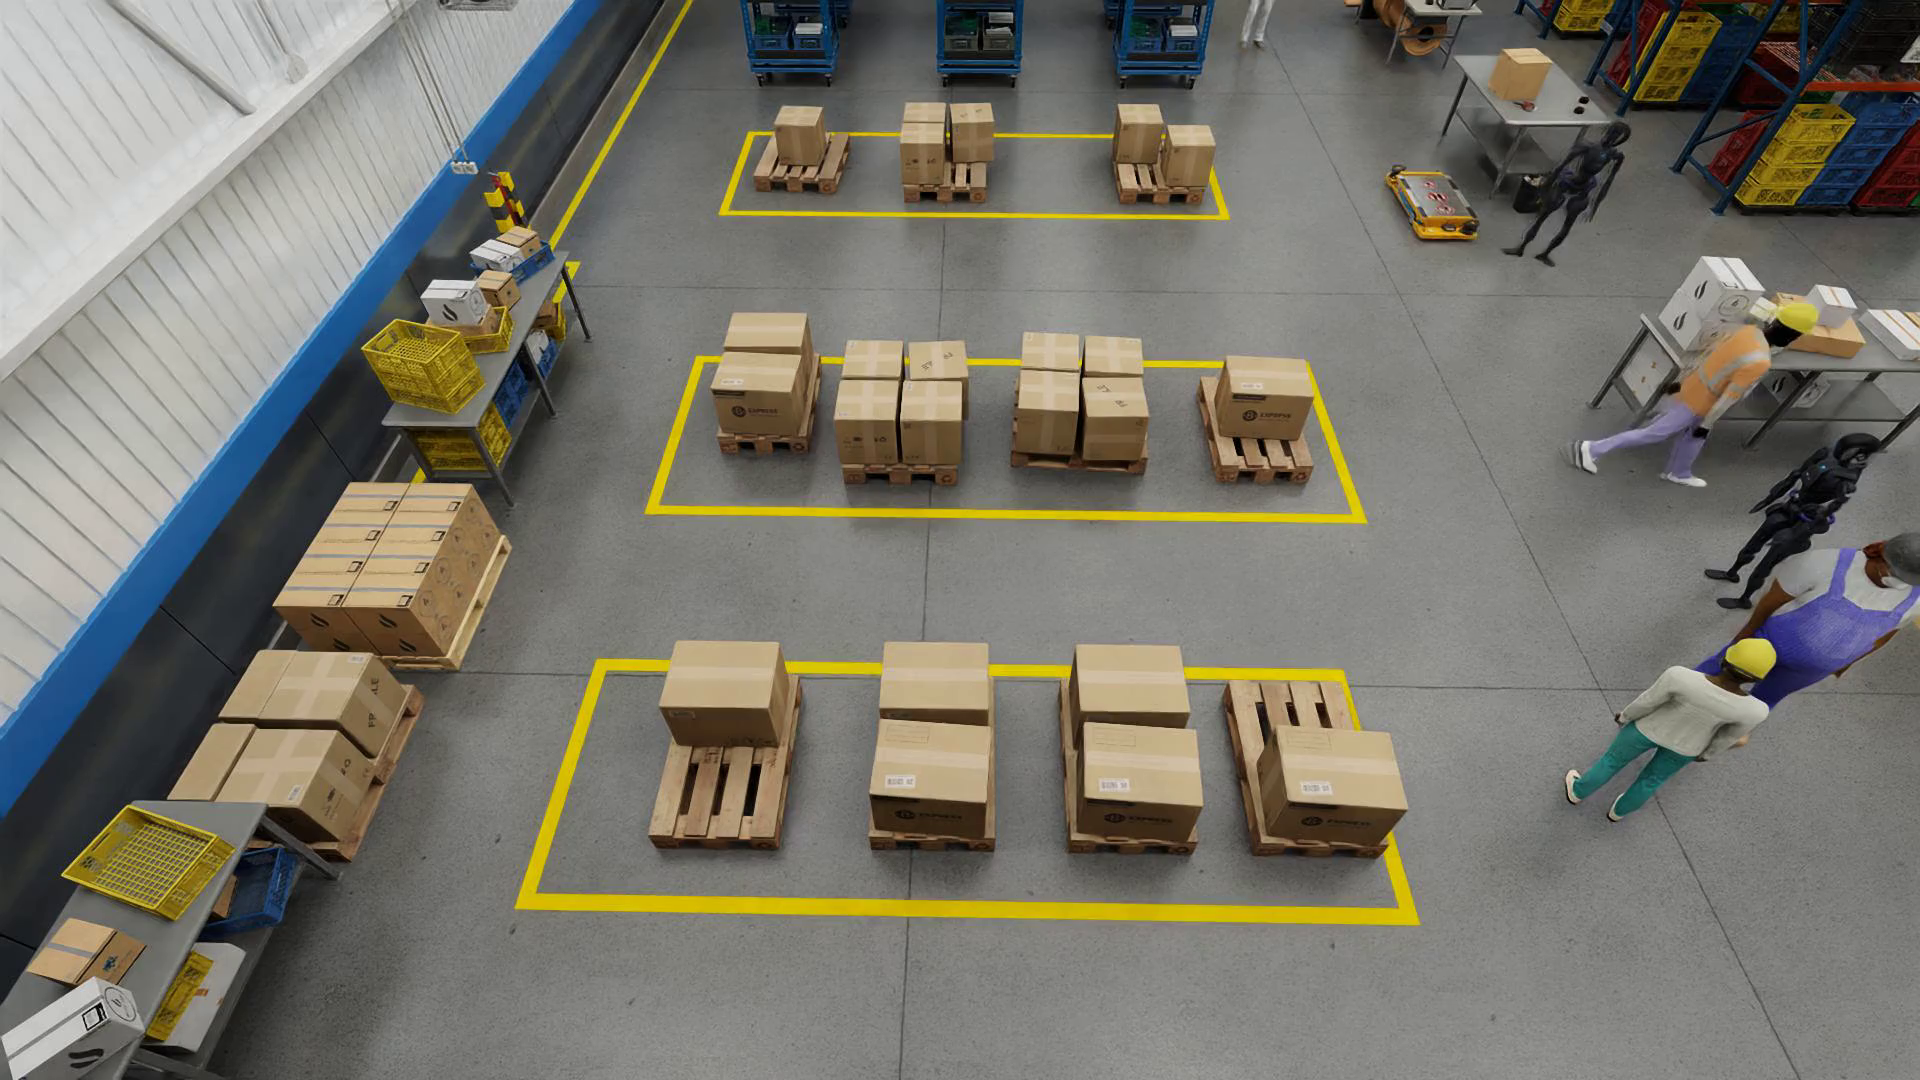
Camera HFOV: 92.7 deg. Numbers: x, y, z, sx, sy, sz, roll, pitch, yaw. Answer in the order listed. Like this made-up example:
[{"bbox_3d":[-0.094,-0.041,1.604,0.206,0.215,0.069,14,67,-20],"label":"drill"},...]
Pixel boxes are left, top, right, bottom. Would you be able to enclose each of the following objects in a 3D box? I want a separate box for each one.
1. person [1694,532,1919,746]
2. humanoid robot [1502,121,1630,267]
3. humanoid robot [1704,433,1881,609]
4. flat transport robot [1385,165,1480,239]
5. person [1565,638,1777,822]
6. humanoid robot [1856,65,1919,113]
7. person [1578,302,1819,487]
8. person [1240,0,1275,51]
[{"bbox_3d":[5.347,0.642,5.807,0.685,2.000,0.535,24,53,19],"label":"person"},{"bbox_3d":[6.498,-3.693,9.812,0.662,1.632,0.386,14,51,12],"label":"humanoid robot"},{"bbox_3d":[6.098,-0.139,6.721,0.349,1.648,0.573,10,50,8],"label":"humanoid robot"},{"bbox_3d":[5.692,-4.094,11.059,0.652,0.197,1.431,1,49,1],"label":"flat transport robot"},{"bbox_3d":[4.283,1.155,5.543,0.532,1.765,0.325,27,54,21],"label":"person"},{"bbox_3d":[12.174,-5.983,11.792,0.673,1.637,0.589,15,51,12],"label":"humanoid robot"},{"bbox_3d":[6.032,-1.192,7.524,1.049,1.852,0.613,17,51,14],"label":"person"},{"bbox_3d":[4.587,-8.312,13.667,0.580,1.874,0.339,-7,49,-6],"label":"person"}]
